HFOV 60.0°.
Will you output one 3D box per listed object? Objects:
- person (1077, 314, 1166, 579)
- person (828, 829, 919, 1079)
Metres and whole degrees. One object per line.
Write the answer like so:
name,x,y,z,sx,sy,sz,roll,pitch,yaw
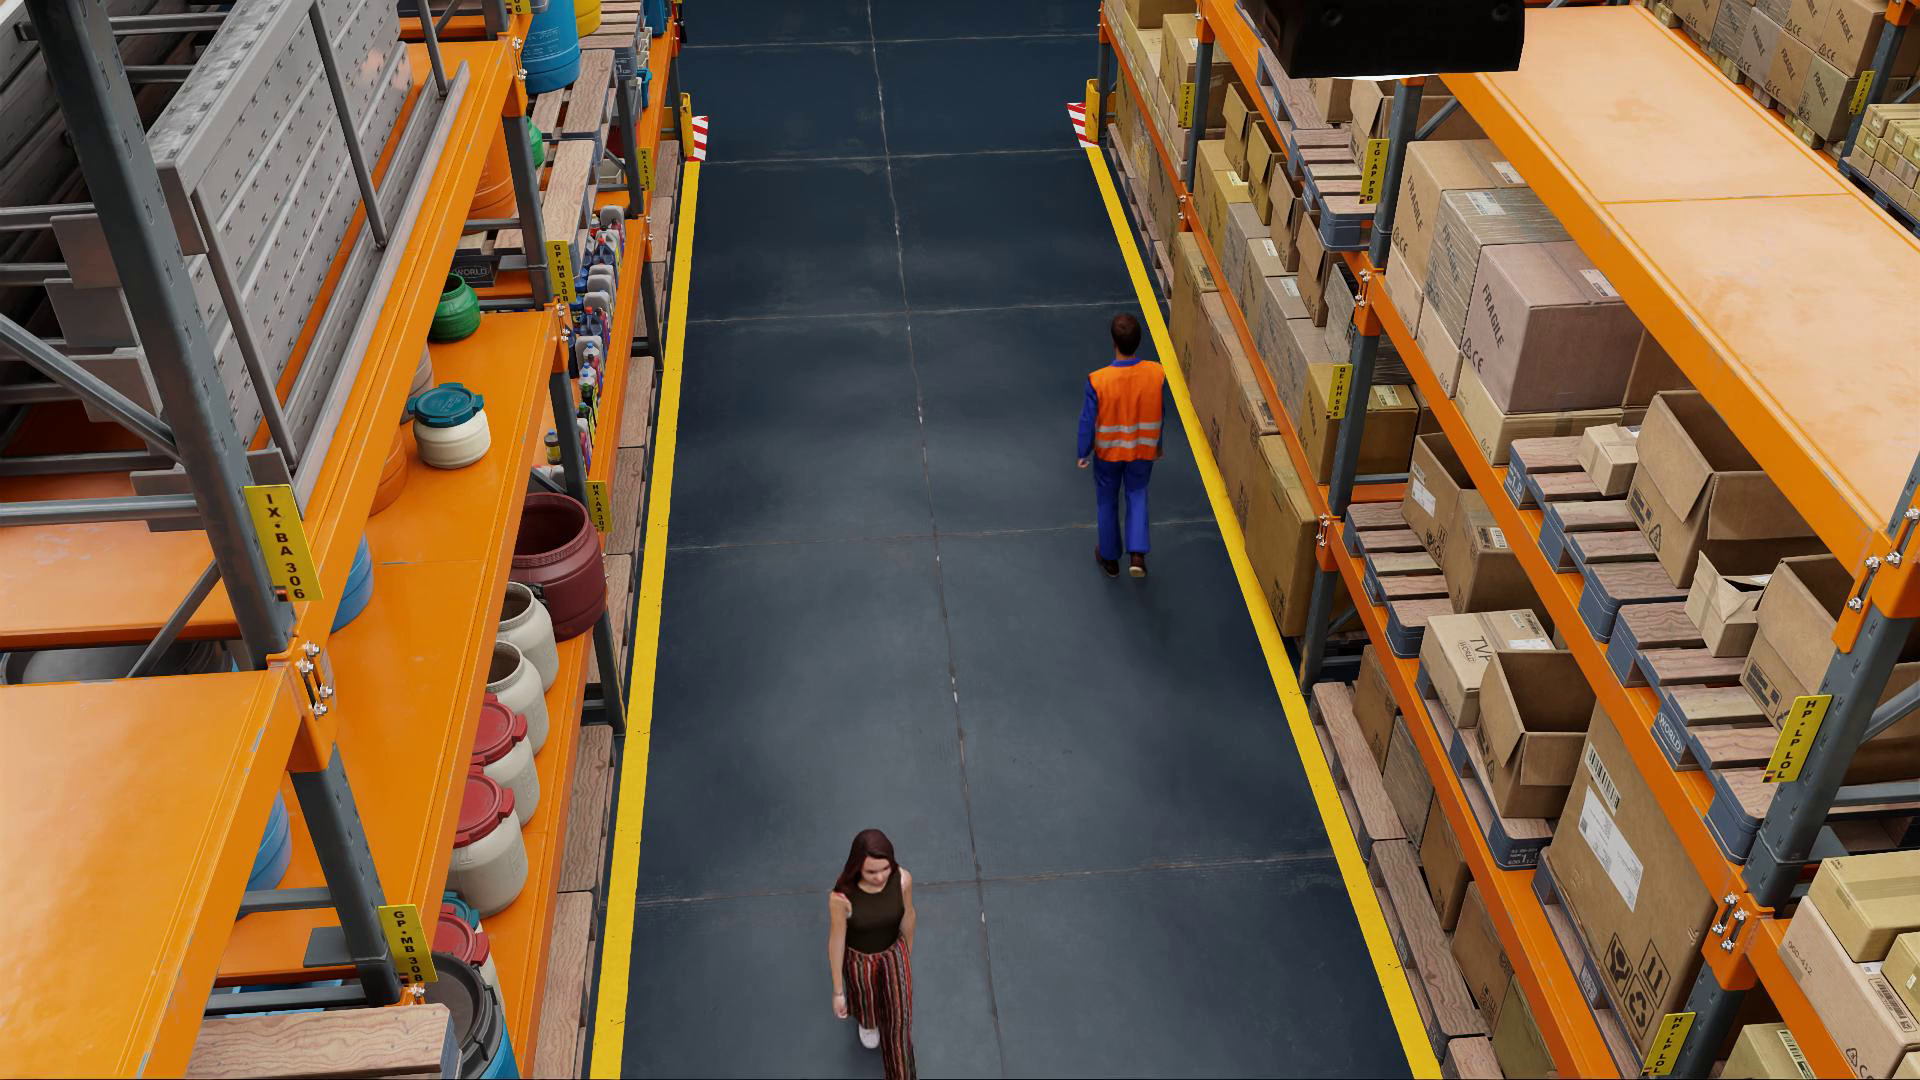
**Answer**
person,1.018,-0.488,10.129,0.732,1.850,0.840,-6,38,-7
person,-0.415,1.794,7.400,0.676,1.519,1.053,-8,38,-11
